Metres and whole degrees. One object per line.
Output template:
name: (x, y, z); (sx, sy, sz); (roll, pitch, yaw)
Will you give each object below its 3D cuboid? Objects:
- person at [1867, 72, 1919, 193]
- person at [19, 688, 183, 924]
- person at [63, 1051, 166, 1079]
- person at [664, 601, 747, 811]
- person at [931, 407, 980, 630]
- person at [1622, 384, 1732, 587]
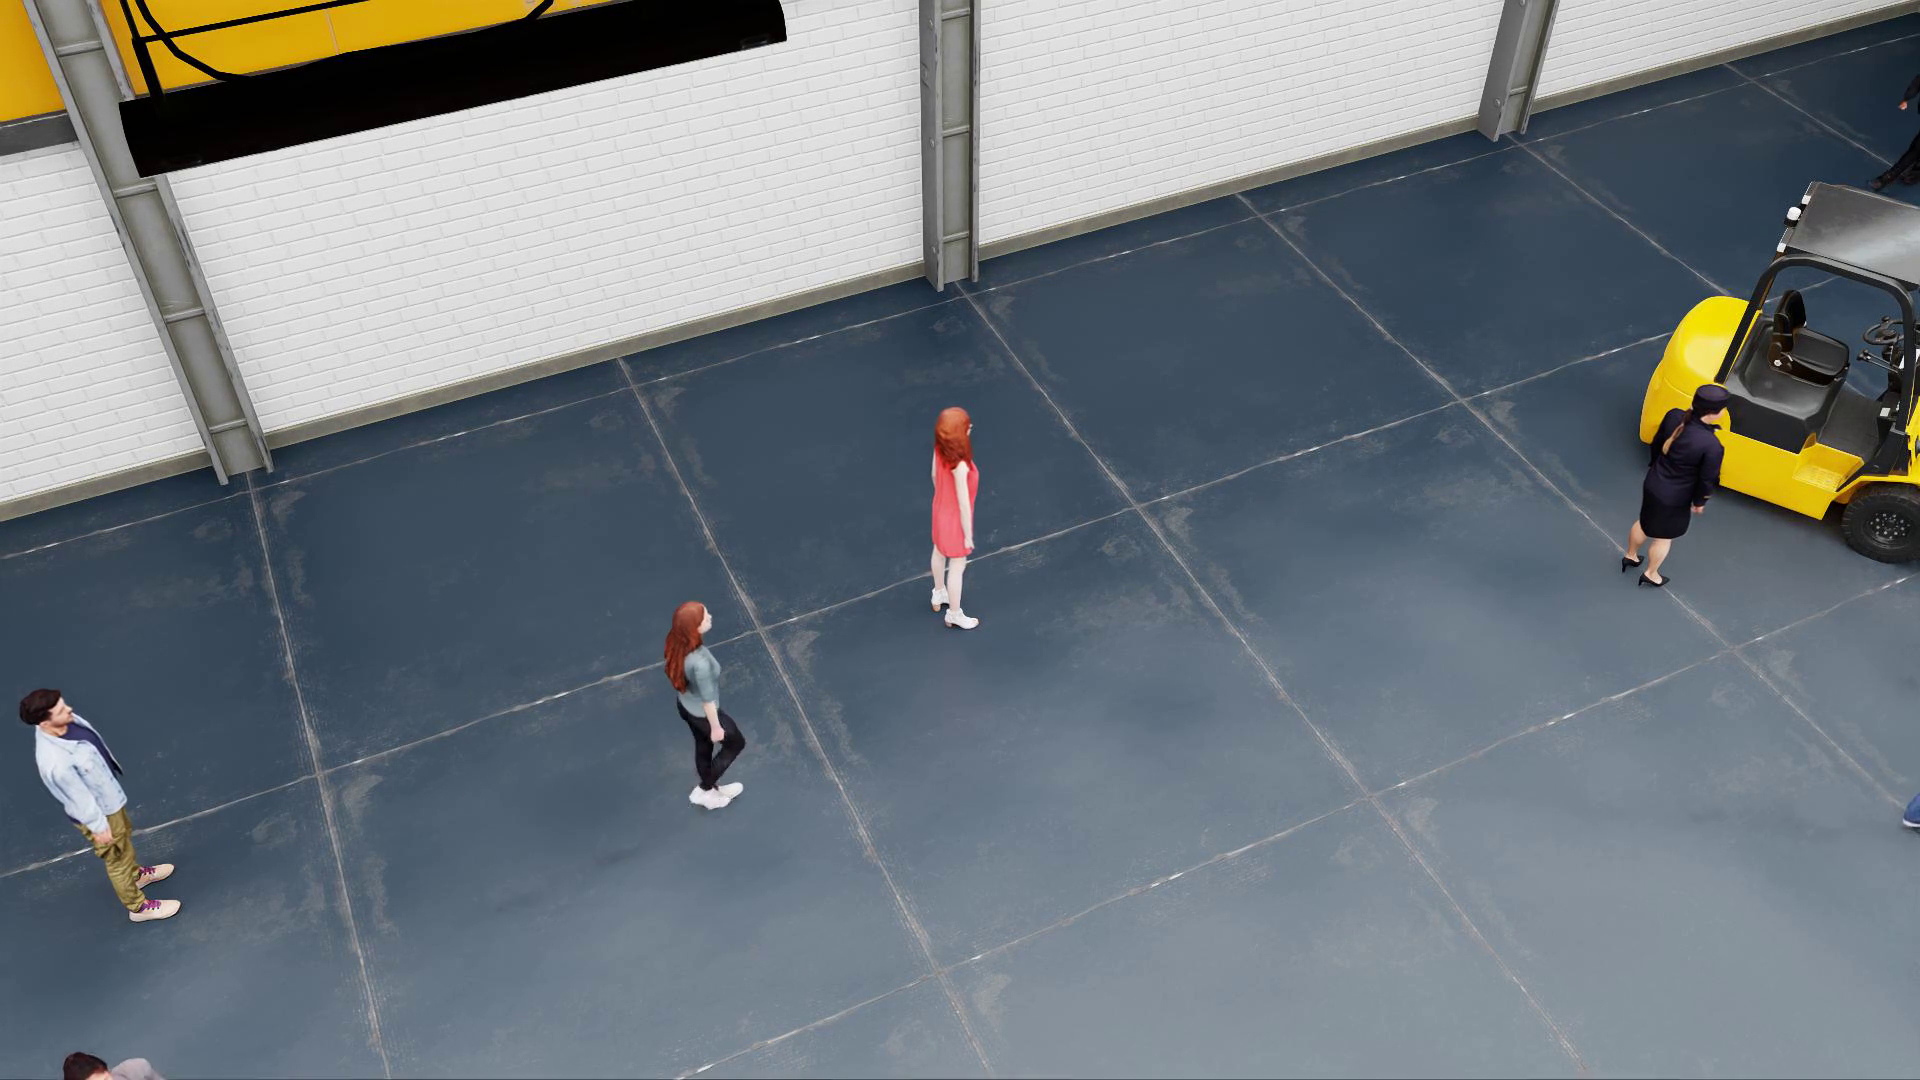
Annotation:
person: (8.963, -3.978, 15.149); (1.067, 1.730, 0.679); (-15, 46, -16)
person: (-4.870, 1.476, 9.365); (0.544, 1.811, 0.667); (-16, 46, -16)
person: (-3.944, 2.880, 8.002); (0.966, 1.658, 0.985); (25, 49, 24)
person: (-1.595, 1.046, 9.870); (0.635, 1.738, 0.627); (-23, 48, -22)
person: (-0.053, -0.148, 11.058); (0.506, 1.827, 0.585); (-16, 46, -16)
person: (4.883, -0.361, 11.396); (0.610, 1.669, 0.681); (-16, 46, -16)
